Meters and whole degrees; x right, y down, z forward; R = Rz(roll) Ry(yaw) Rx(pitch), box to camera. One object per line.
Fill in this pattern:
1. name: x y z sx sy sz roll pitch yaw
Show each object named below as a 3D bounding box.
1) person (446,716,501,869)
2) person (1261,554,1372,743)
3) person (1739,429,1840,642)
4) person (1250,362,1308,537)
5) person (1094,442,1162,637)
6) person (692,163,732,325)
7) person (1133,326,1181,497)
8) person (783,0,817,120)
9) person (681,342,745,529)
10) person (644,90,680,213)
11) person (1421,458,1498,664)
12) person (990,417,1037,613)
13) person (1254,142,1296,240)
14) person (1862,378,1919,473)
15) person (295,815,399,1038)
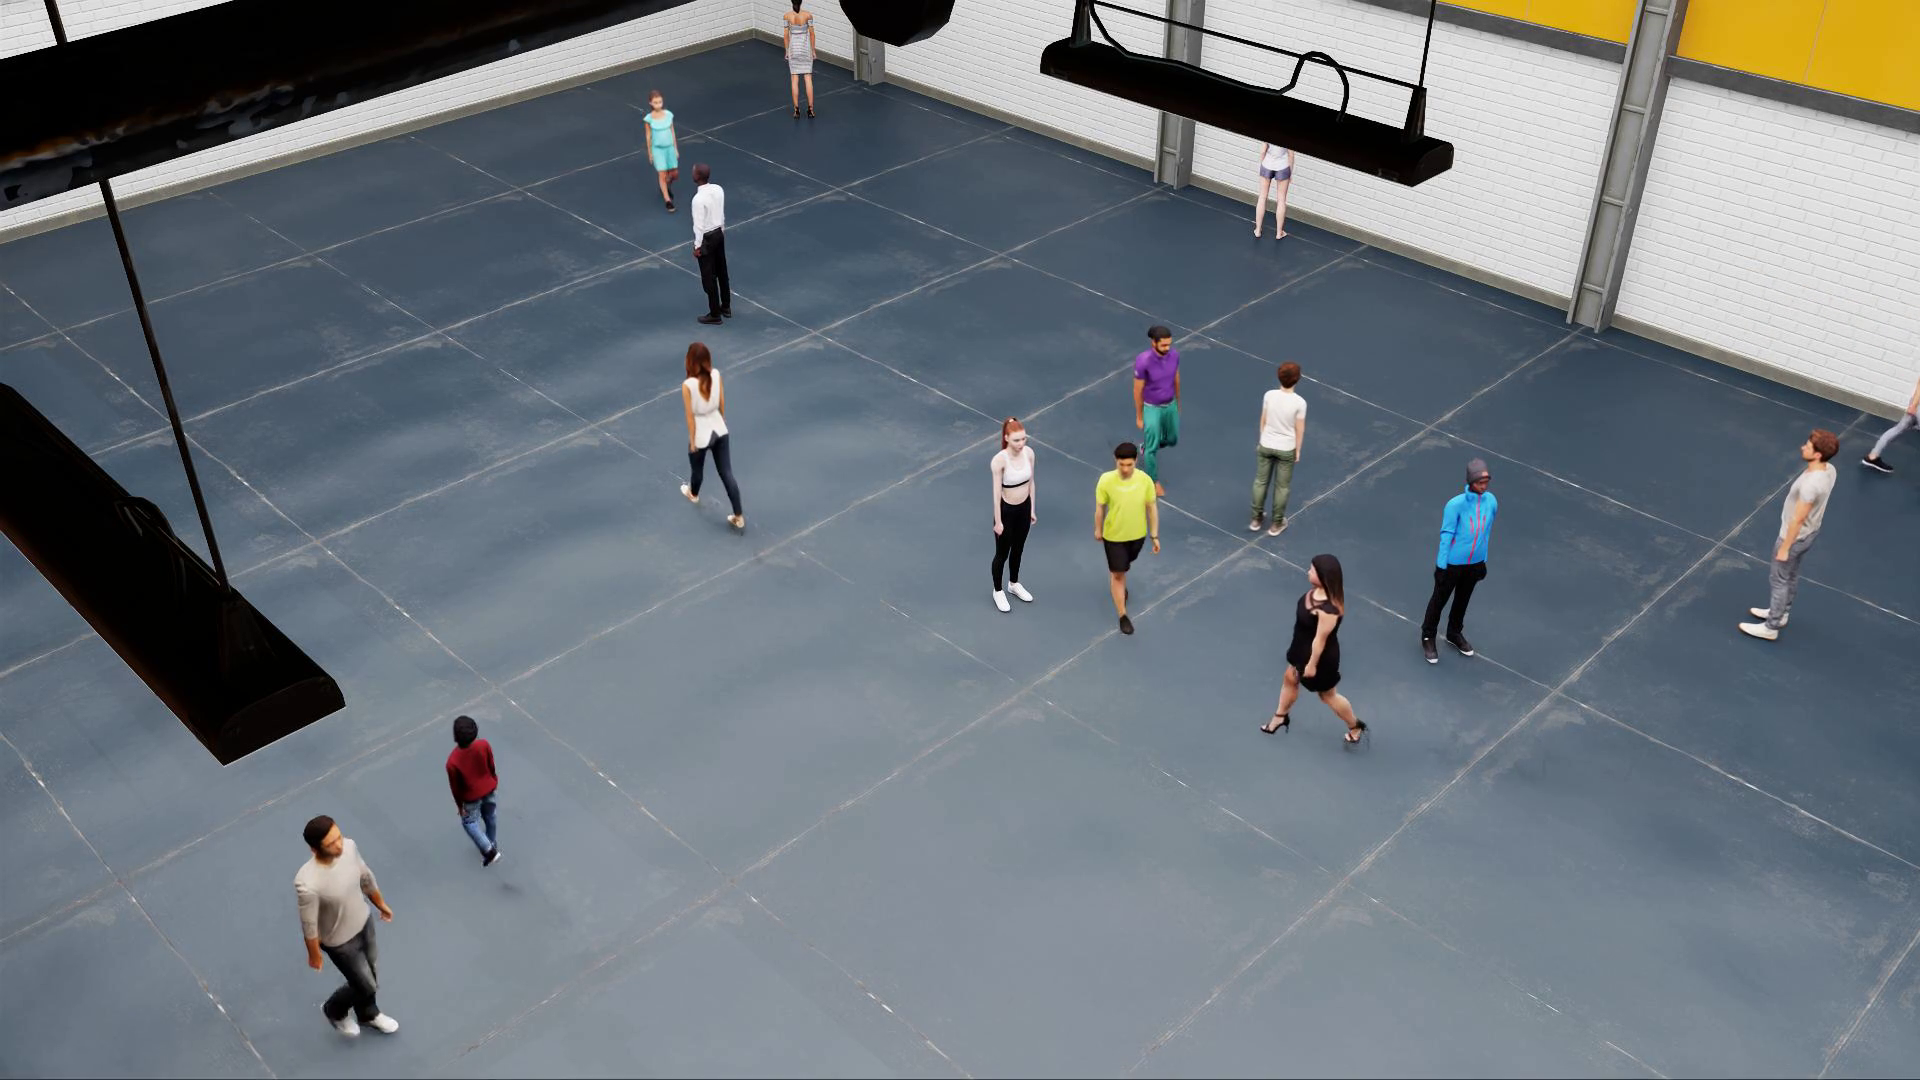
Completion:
1. person: -3.272 1.724 11.346 0.628 1.246 0.497 28 43 35
2. person: 2.721 0.861 12.250 1.152 1.683 1.021 5 34 8
3. person: 6.765 -0.045 13.424 0.576 1.892 0.672 25 41 32
4. person: 2.827 -0.812 14.796 0.571 1.650 0.679 16 37 22
5. person: 1.338 -0.116 13.744 1.016 1.656 1.201 -8 34 -11
6. person: -2.753 -3.277 18.337 0.631 1.837 0.695 17 37 24
7. person: 1.774 -1.256 15.380 0.829 1.744 0.916 -18 38 -25
8. person: -2.301 -6.972 23.909 0.680 1.822 0.735 -1 34 -1
9. person: -2.180 -0.883 14.830 0.691 1.732 1.140 -24 40 -31
10. person: -3.796 -4.977 21.150 0.689 1.554 0.788 -14 36 -20
11. person: 3.981 0.144 13.228 0.692 1.794 0.692 -10 35 -15
12. person: 0.430 -0.227 13.834 0.618 1.741 0.572 -22 39 -29
13. person: 3.852 -4.540 20.299 0.639 1.768 0.729 10 35 15
14. person: 8.918 -1.315 15.527 1.101 1.680 0.614 25 41 32
15. person: -3.777 2.314 9.961 0.874 1.797 0.832 6 34 10
